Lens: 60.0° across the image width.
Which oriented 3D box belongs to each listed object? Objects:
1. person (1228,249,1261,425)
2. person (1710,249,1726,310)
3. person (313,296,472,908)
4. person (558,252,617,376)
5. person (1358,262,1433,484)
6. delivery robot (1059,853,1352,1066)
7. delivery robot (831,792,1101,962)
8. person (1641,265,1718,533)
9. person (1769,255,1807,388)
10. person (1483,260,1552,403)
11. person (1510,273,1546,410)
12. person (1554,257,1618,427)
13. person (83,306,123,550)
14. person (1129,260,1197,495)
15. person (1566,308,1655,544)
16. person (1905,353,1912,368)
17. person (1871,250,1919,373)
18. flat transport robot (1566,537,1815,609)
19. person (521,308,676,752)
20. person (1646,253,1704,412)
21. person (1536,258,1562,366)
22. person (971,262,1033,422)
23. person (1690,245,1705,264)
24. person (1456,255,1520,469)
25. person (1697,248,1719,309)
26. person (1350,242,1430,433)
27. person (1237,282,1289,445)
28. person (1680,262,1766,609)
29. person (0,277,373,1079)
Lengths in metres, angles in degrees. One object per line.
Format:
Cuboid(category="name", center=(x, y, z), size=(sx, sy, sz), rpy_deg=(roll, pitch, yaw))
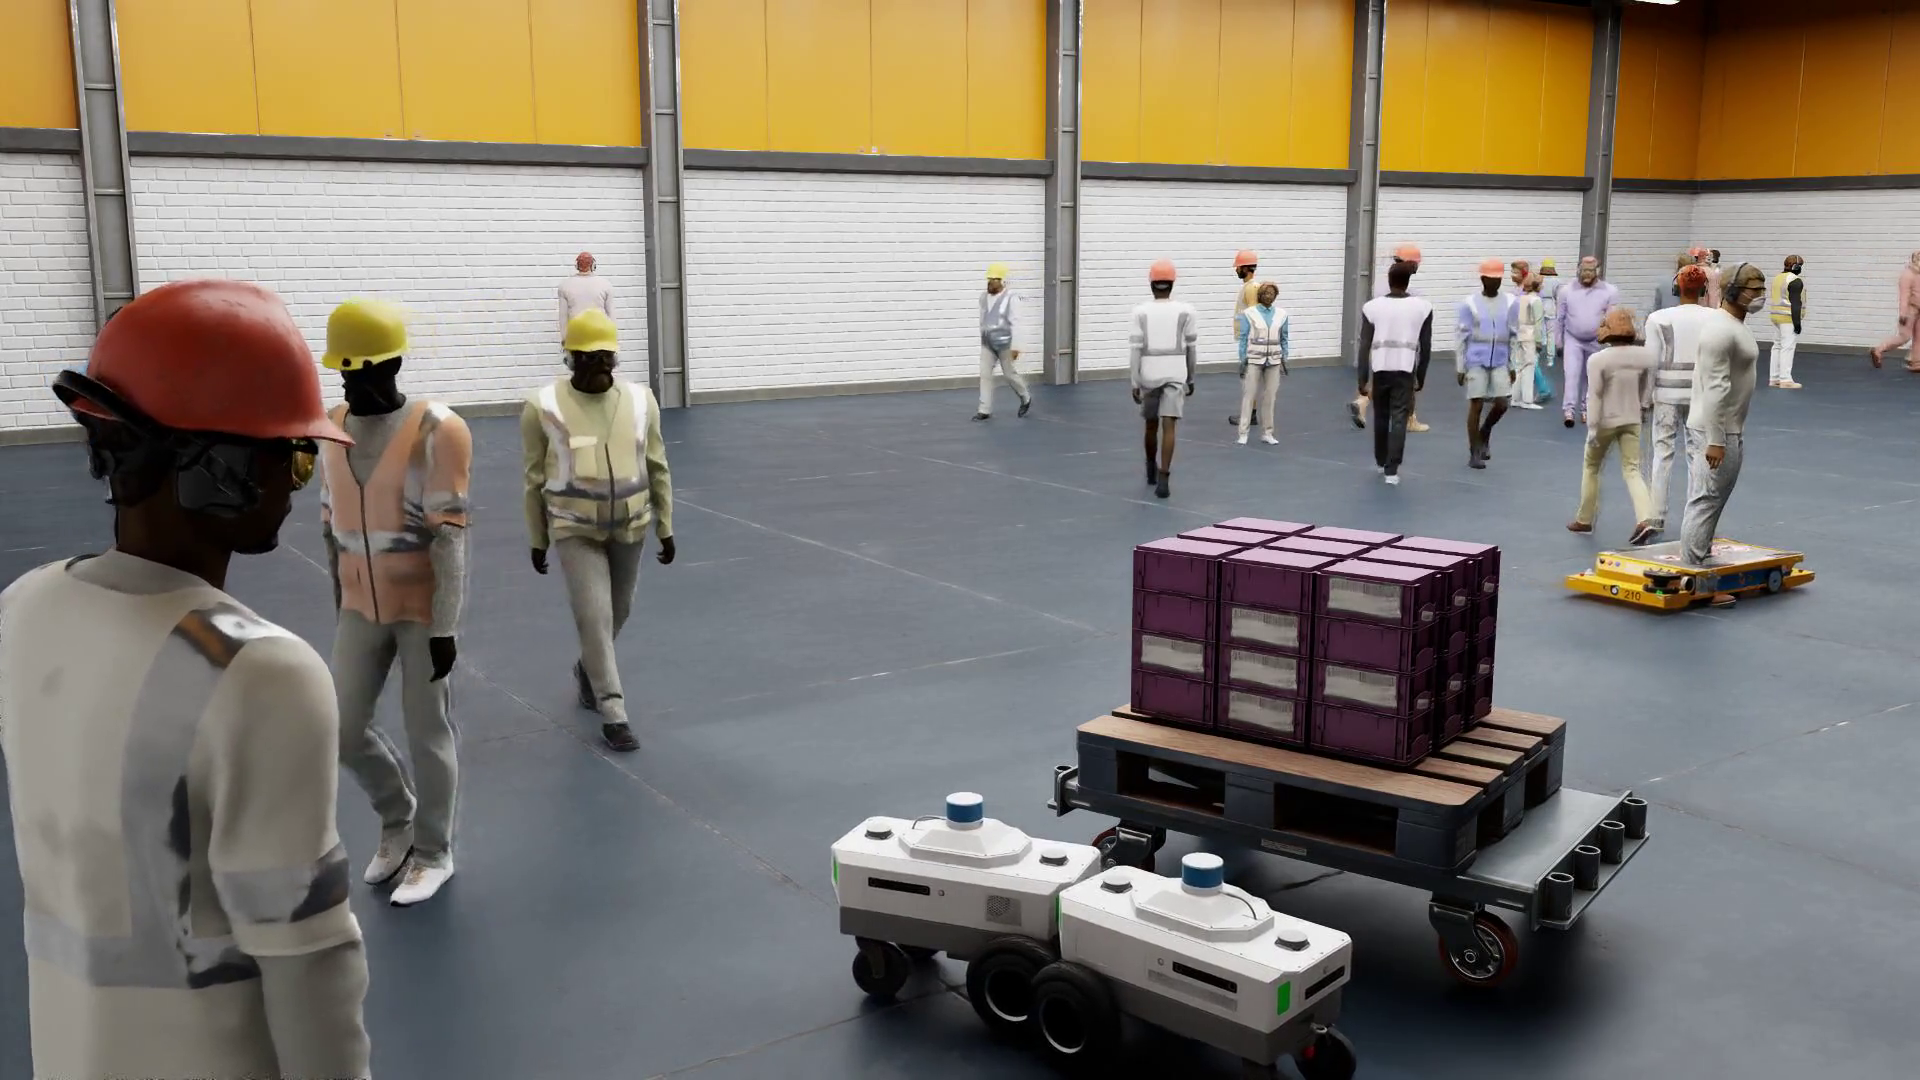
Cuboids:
Cuboid(category="person", center=(3.165, -2.242, 18.452), size=(0.355, 1.934, 0.553), rpy_deg=(2, 10, 8))
Cuboid(category="person", center=(13.809, -4.414, 30.618), size=(0.429, 1.844, 0.625), rpy_deg=(-7, 13, -35))
Cuboid(category="person", center=(-1.757, 0.205, 5.124), size=(0.580, 1.899, 0.436), rpy_deg=(3, 11, 16))
Cuboid(category="person", center=(-4.266, -2.348, 19.113), size=(0.649, 1.907, 0.409), rpy_deg=(-1, 10, -8))
Cuboid(category="person", center=(3.724, -1.441, 14.267), size=(0.586, 1.853, 1.042), rpy_deg=(3, 11, 16))
Cuboid(category="delivery robot", center=(0.595, 1.018, 4.109), size=(0.707, 0.478, 0.477), rpy_deg=(9, 14, 41))
Cuboid(category="delivery robot", center=(0.011, 0.936, 4.559), size=(0.707, 0.478, 0.477), rpy_deg=(4, 11, 22))
Cuboid(category="person", center=(5.071, -0.981, 11.687), size=(0.584, 1.880, 0.349), rpy_deg=(1, 10, 6))
Cuboid(category="person", center=(11.430, -3.016, 22.979), size=(0.429, 1.835, 0.631), rpy_deg=(0, 10, 1))
Cuboid(category="person", center=(6.982, -2.580, 20.745), size=(0.913, 1.802, 0.613), rpy_deg=(-1, 10, -4))
Cuboid(category="person", center=(6.881, -2.398, 20.123), size=(0.310, 1.638, 0.522), rpy_deg=(-2, 10, -9))
Cuboid(category="person", center=(6.882, -2.174, 18.312), size=(0.644, 1.850, 0.998), rpy_deg=(3, 11, 18))
Cuboid(category="person", center=(-4.708, -0.498, 9.550), size=(0.552, 1.684, 0.353), rpy_deg=(-9, 14, -41))
Cuboid(category="person", center=(1.657, -1.332, 13.619), size=(0.546, 1.888, 1.013), rpy_deg=(2, 10, 8))
Cuboid(category="person", center=(4.505, -0.783, 11.373), size=(0.481, 1.597, 0.774), rpy_deg=(-1, 10, -8))
Cuboid(category="person", center=(15.299, -3.545, 25.938), size=(0.514, 1.823, 0.999), rpy_deg=(-5, 11, -25))
Cuboid(category="person", center=(14.534, -3.500, 25.522), size=(0.641, 1.881, 0.783), rpy_deg=(-7, 13, -35))
Cuboid(category="flat transport robot", center=(4.302, 0.175, 9.761), size=(1.431, 0.197, 0.652), rpy_deg=(-6, 12, -31))
Cuboid(category="person", center=(-1.530, -0.083, 7.001), size=(0.596, 1.800, 0.895), rpy_deg=(-6, 12, -30))
Cuboid(category="person", center=(8.574, -2.465, 19.847), size=(1.040, 1.877, 0.620), rpy_deg=(-4, 11, -20))
Cuboid(category="person", center=(9.480, -3.691, 26.951), size=(0.480, 1.734, 0.333), rpy_deg=(2, 11, 11))
Cuboid(category="person", center=(0.499, -2.255, 18.920), size=(0.604, 1.805, 0.843), rpy_deg=(9, 14, 41))
Cuboid(category="person", center=(11.801, -3.757, 26.752), size=(0.372, 1.934, 0.551), rpy_deg=(-2, 11, -13))
Cuboid(category="person", center=(4.735, -1.598, 14.973), size=(0.562, 1.917, 0.487), rpy_deg=(0, 10, -1))
Cuboid(category="person", center=(11.224, -3.456, 25.189), size=(0.406, 1.904, 0.654), rpy_deg=(-4, 11, -19))
Cuboid(category="person", center=(4.601, -2.124, 17.575), size=(0.815, 2.026, 0.614), rpy_deg=(-3, 11, -18))
Cuboid(category="person", center=(3.021, -1.763, 16.683), size=(0.570, 1.626, 0.310), rpy_deg=(-2, 10, -9))
Cuboid(category="person", center=(4.310, -0.596, 9.421), size=(0.352, 1.936, 0.635), rpy_deg=(6, 12, 31))
Cuboid(category="person", center=(-0.940, 0.690, 2.138), size=(0.611, 2.032, 0.419), rpy_deg=(7, 12, 33))
